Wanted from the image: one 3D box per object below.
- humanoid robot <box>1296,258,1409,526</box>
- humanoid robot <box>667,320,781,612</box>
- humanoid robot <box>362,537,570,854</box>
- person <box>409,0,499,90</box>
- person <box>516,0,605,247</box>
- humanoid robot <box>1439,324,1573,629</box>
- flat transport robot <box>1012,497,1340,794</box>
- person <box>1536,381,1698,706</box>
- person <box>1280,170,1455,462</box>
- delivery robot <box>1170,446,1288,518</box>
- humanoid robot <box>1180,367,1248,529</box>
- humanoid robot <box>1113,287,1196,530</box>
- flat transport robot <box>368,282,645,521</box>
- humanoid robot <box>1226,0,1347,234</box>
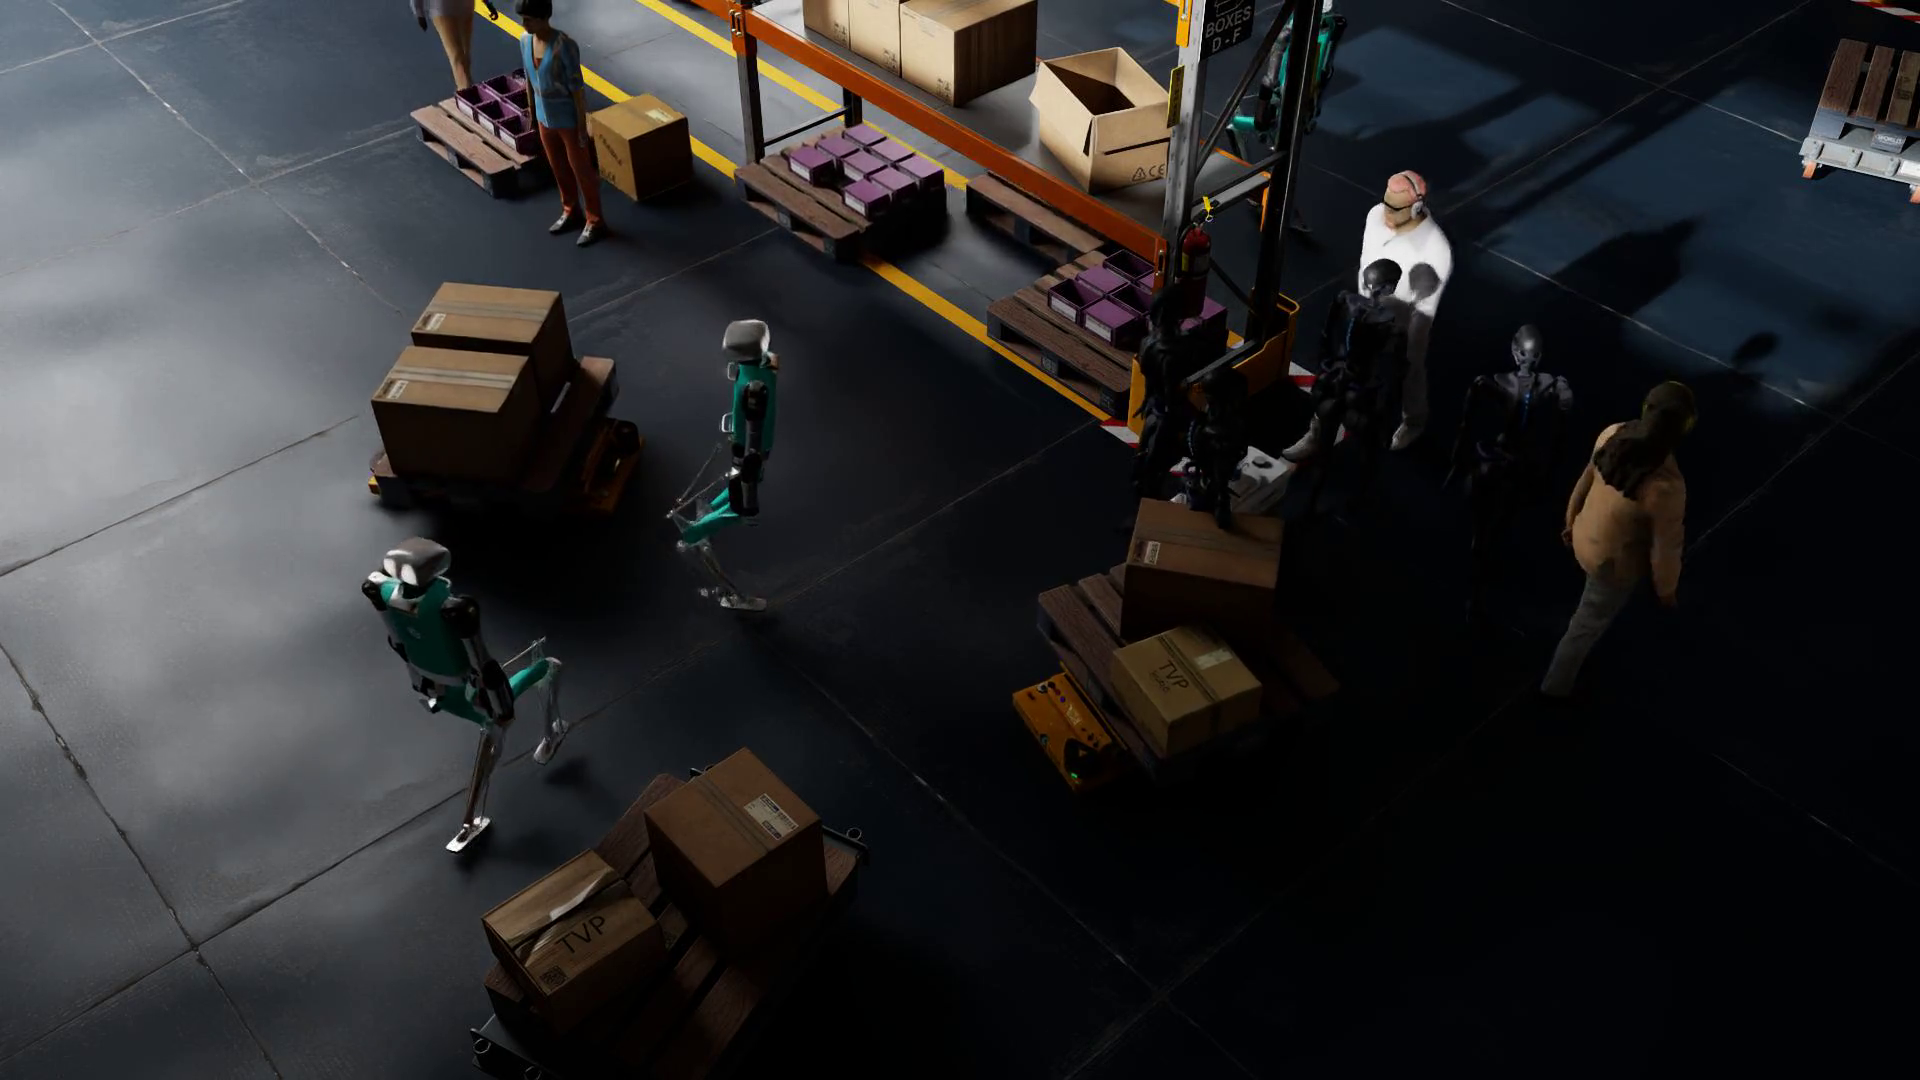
[{"bbox_3d":[2.104,-0.786,8.914,0.485,1.649,0.590,-30,50,-28],"label":"humanoid robot"},{"bbox_3d":[-1.220,-0.284,8.350,0.746,1.826,0.549,-2,43,-3],"label":"humanoid robot"},{"bbox_3d":[-2.107,0.547,7.447,0.536,1.770,1.025,16,45,17],"label":"humanoid robot"},{"bbox_3d":[-3.750,-3.966,12.348,0.566,1.699,0.923,-28,49,-27],"label":"person"},{"bbox_3d":[-2.667,-2.803,11.045,0.493,1.759,0.336,22,47,22],"label":"person"},{"bbox_3d":[2.773,-0.352,8.460,0.586,1.630,0.734,2,43,2],"label":"humanoid robot"},{"bbox_3d":[1.041,0.740,8.290,1.431,0.231,0.659,-19,46,-19],"label":"flat transport robot"},{"bbox_3d":[3.140,0.063,7.849,0.559,1.854,0.630,-5,43,-6],"label":"person"},{"bbox_3d":[2.362,-1.203,9.236,0.939,1.858,0.655,-23,47,-23],"label":"person"},{"bbox_3d":[1.449,-0.179,9.076,0.781,0.591,0.499,-34,52,-31],"label":"delivery robot"},{"bbox_3d":[1.284,-0.153,8.217,0.392,1.647,0.583,0,43,0],"label":"humanoid robot"},{"bbox_3d":[1.079,-0.618,8.738,0.386,1.661,0.588,-1,43,-1],"label":"humanoid robot"},{"bbox_3d":[-2.609,-0.469,9.605,1.431,0.231,0.659,6,43,6],"label":"flat transport robot"},{"bbox_3d":[2.130,-2.927,11.202,0.540,1.760,0.927,-18,46,-19],"label":"humanoid robot"}]
